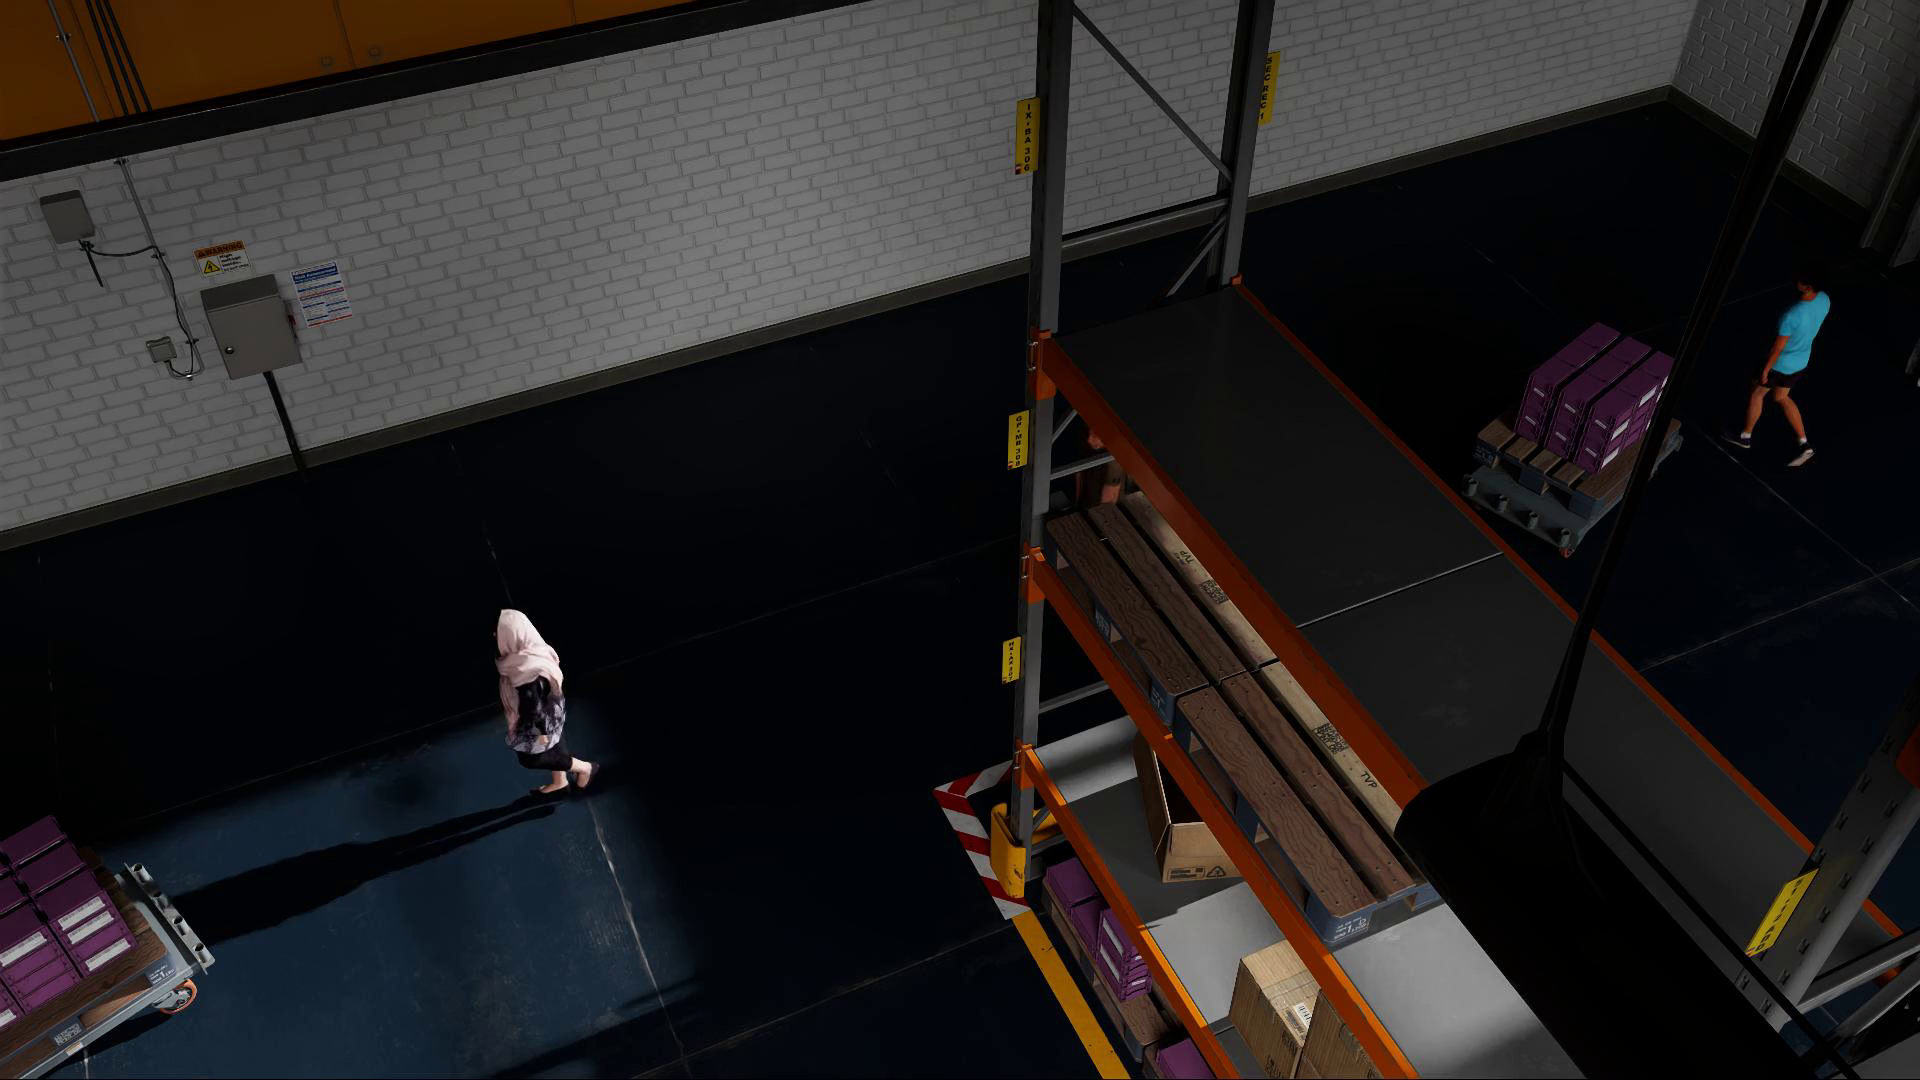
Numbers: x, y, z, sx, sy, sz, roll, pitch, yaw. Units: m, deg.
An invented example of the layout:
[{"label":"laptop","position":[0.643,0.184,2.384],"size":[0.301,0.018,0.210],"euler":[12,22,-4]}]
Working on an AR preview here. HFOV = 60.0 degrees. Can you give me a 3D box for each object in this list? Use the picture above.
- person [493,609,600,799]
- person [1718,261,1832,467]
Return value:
[{"label":"person","position":[-2.445,1.004,9.975],"size":[0.749,1.621,0.715],"euler":[-11,45,-11]},{"label":"person","position":[6.158,-1.267,12.259],"size":[0.711,1.757,0.998],"euler":[-22,48,-21]}]
